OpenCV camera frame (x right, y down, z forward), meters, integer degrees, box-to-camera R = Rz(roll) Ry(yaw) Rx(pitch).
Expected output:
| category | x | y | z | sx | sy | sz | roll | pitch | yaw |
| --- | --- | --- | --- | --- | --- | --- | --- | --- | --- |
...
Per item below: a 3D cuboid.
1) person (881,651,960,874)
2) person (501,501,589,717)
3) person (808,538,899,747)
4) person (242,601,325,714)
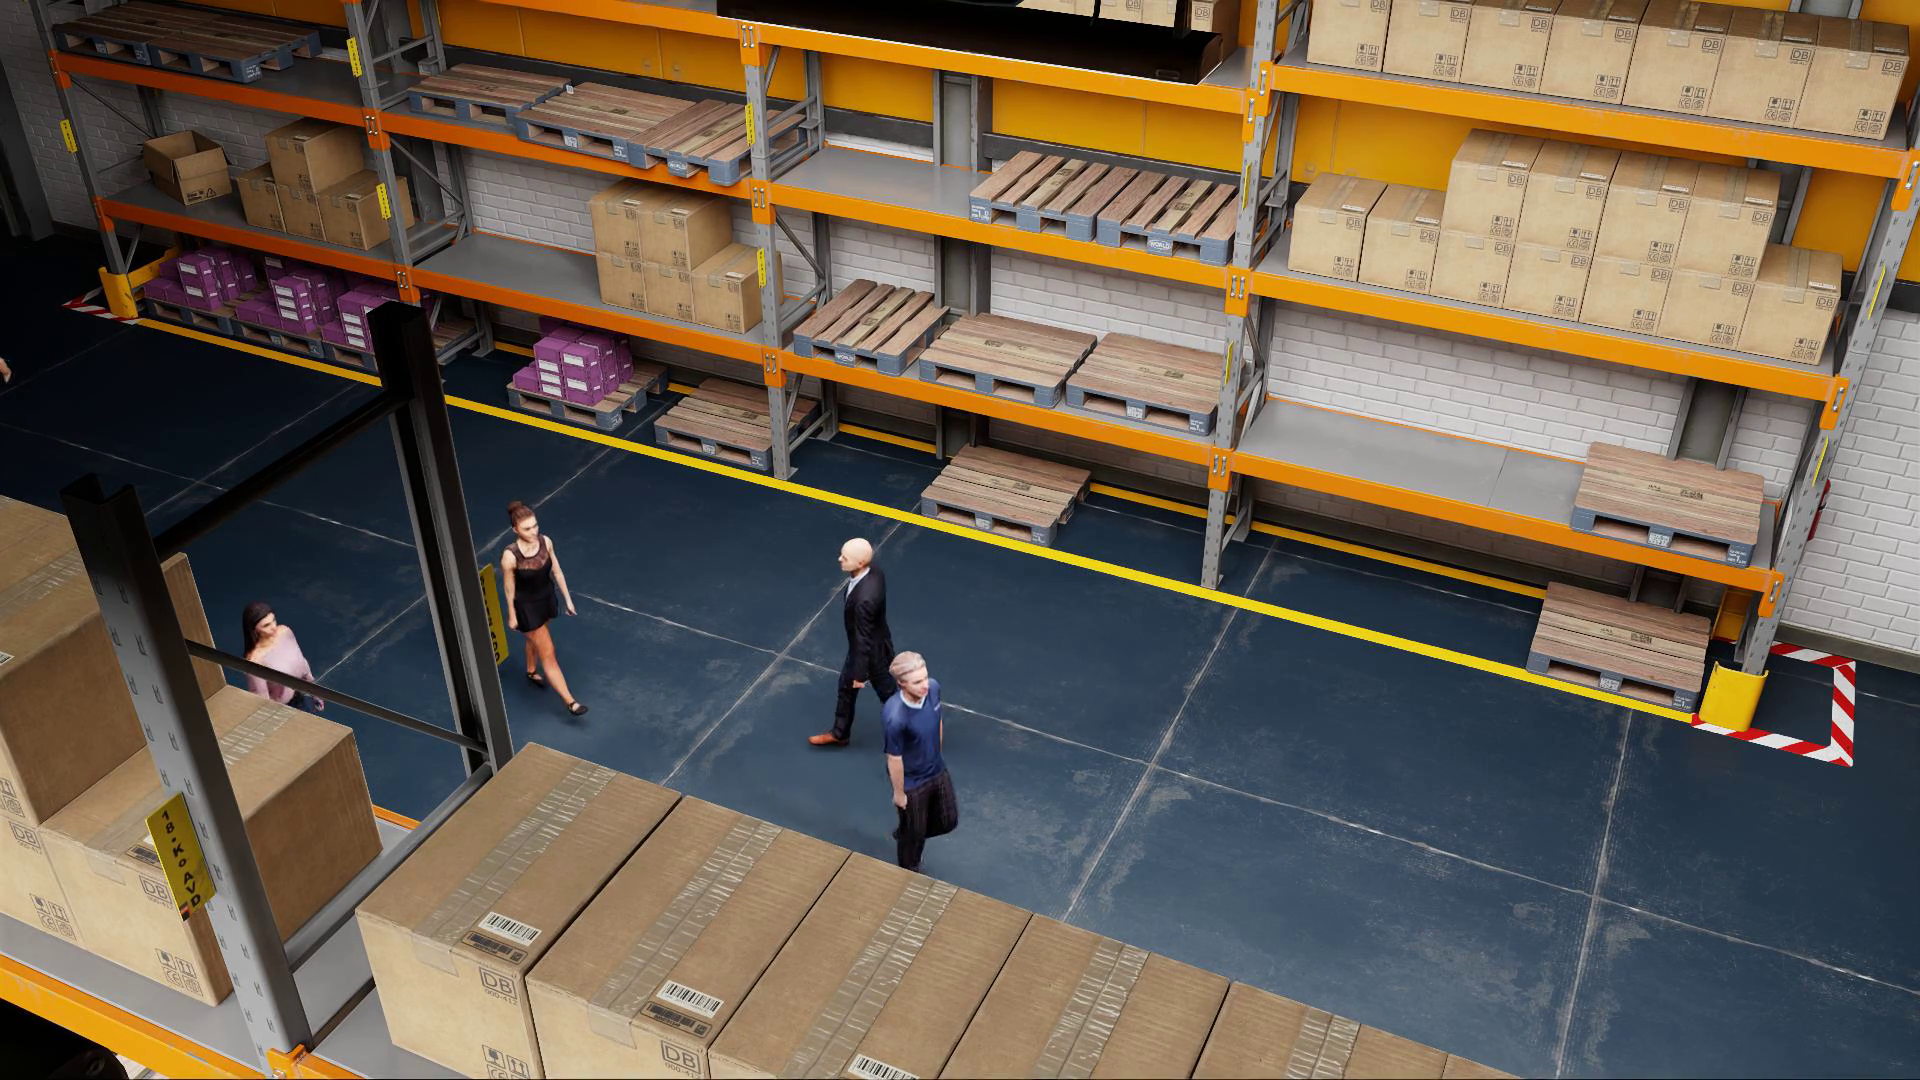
| category | x | y | z | sx | sy | sz | roll | pitch | yaw |
| --- | --- | --- | --- | --- | --- | --- | --- | --- | --- |
| person | -0.333 | 1.412 | 10.284 | 0.808 | 1.854 | 0.761 | 25 | 41 | 32 |
| person | -3.099 | 0.435 | 11.947 | 1.092 | 1.641 | 0.761 | 25 | 41 | 32 |
| person | -0.522 | 0.751 | 11.357 | 1.290 | 1.768 | 1.088 | -4 | 34 | -6 |
| person | -4.441 | 1.127 | 10.762 | 0.807 | 1.800 | 0.744 | 3 | 34 | 5 |
